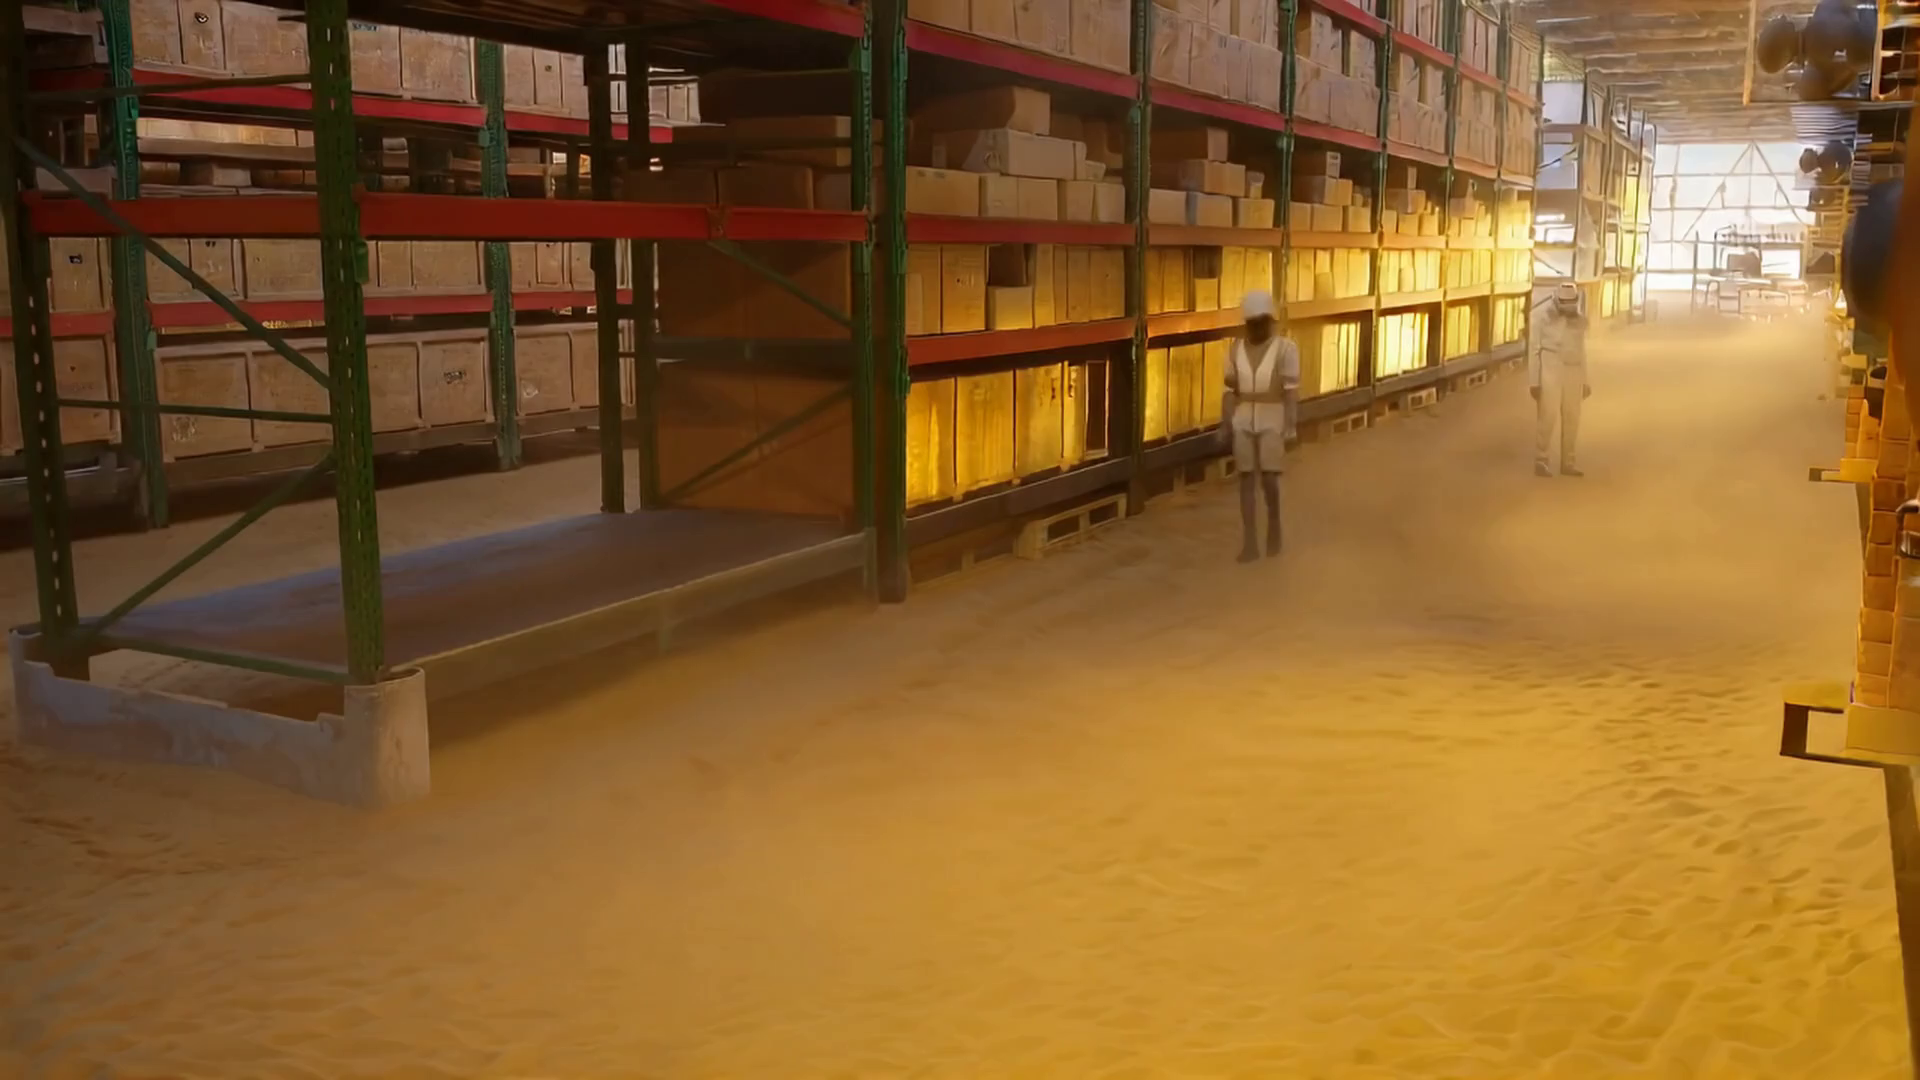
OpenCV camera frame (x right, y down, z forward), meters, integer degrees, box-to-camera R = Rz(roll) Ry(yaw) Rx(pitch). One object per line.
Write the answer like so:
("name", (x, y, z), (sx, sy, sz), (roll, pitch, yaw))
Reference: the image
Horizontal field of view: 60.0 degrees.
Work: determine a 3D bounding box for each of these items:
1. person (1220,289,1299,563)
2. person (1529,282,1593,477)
("person", (2.085, -0.788, 11.671), (0.564, 1.922, 0.423), (5, 11, 28))
("person", (5.857, -1.553, 16.196), (0.655, 1.894, 0.399), (-2, 10, -12))
